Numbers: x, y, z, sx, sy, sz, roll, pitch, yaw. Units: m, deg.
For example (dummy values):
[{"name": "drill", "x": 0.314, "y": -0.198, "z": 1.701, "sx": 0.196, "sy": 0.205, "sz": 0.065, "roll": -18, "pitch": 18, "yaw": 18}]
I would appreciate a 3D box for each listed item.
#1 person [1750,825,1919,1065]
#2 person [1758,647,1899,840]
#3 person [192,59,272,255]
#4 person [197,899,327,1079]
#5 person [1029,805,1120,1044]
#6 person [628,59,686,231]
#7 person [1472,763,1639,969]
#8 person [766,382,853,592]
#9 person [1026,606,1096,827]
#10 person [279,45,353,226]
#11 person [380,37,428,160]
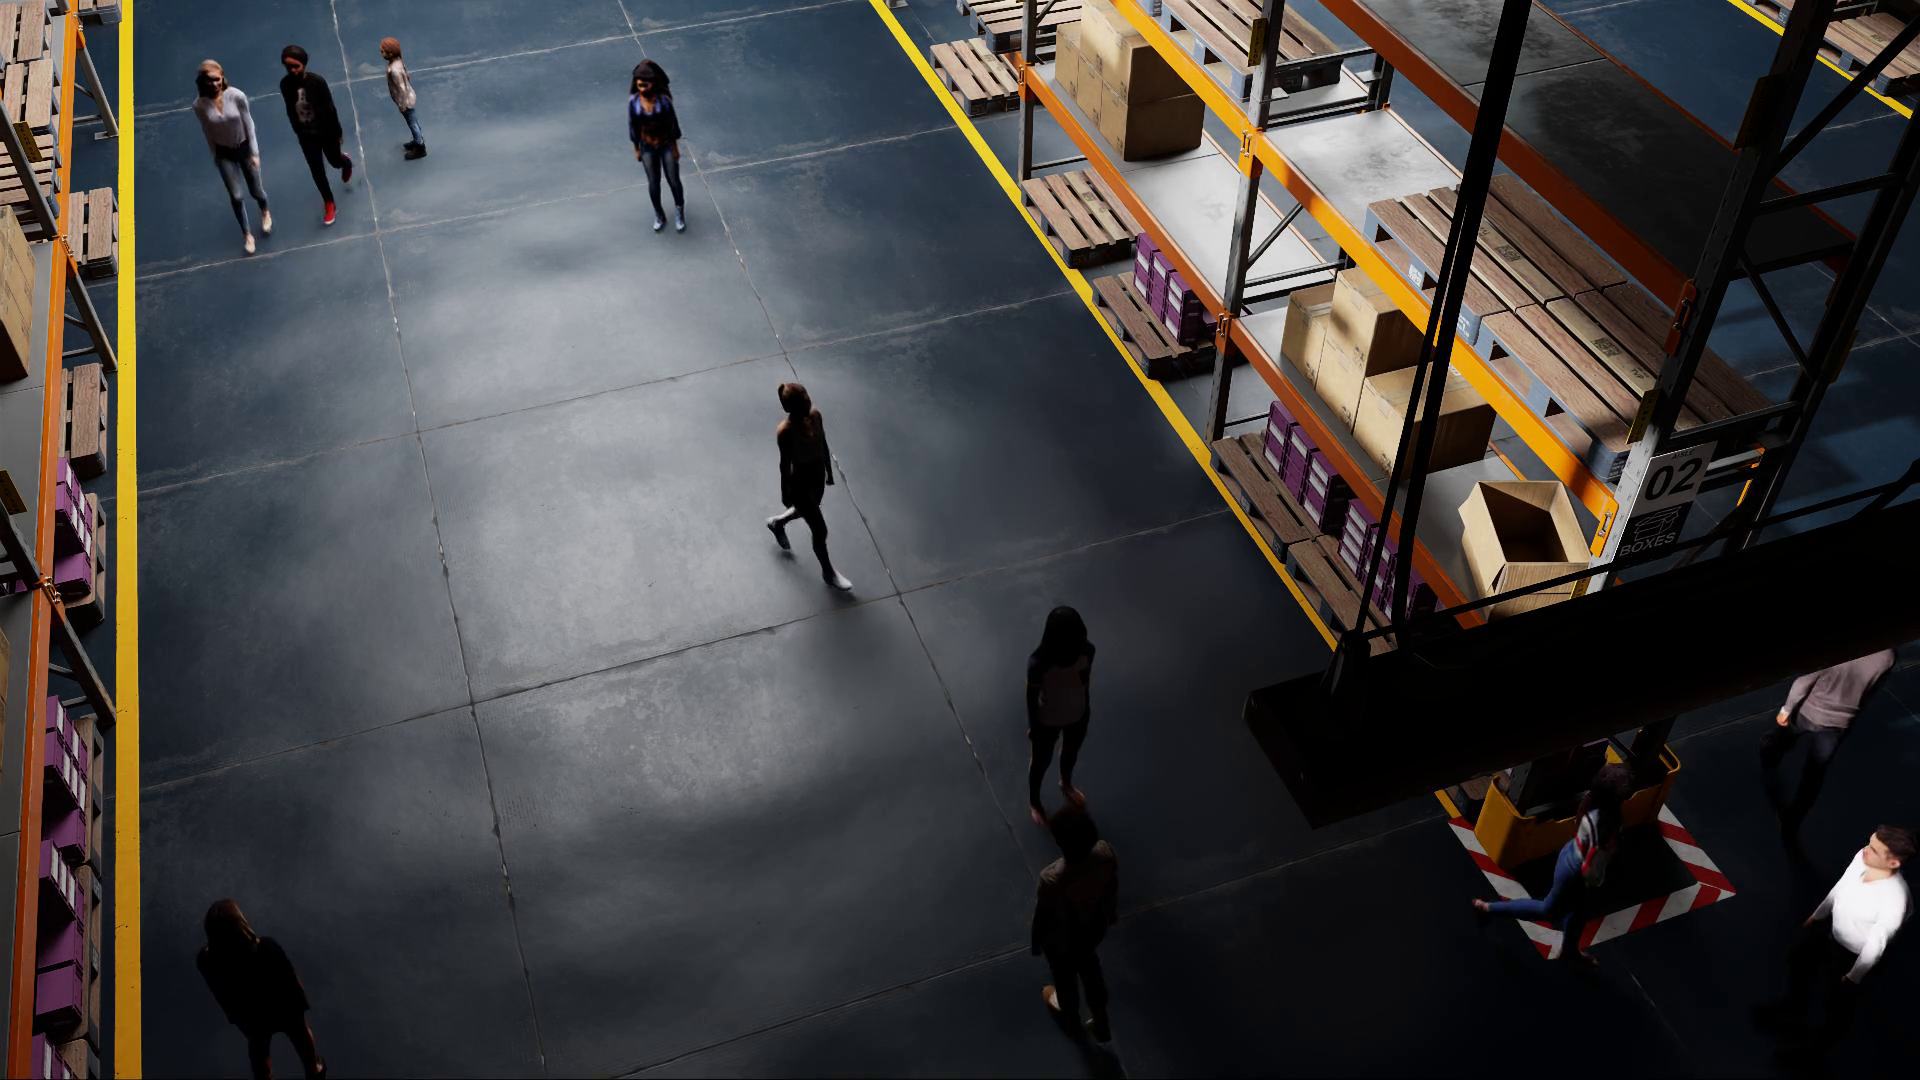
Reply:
[{"name": "person", "x": 4.669, "y": 2.105, "z": 8.671, "sx": 0.773, "sy": 1.849, "sz": 0.678, "roll": 1, "pitch": 44, "yaw": 1}, {"name": "person", "x": 5.113, "y": 1.088, "z": 9.823, "sx": 1.139, "sy": 1.735, "sz": 0.999, "roll": -11, "pitch": 45, "yaw": -11}, {"name": "person", "x": -6.280, "y": -3.382, "z": 14.485, "sx": 0.620, "sy": 1.776, "sz": 0.813, "roll": -7, "pitch": 44, "yaw": -8}, {"name": "person", "x": -3.534, "y": 2.443, "z": 8.452, "sx": 0.611, "sy": 1.662, "sz": 0.810, "roll": -9, "pitch": 44, "yaw": -9}, {"name": "person", "x": 0.655, "y": 2.076, "z": 8.679, "sx": 0.758, "sy": 1.882, "sz": 0.849, "roll": -22, "pitch": 48, "yaw": -22}, {"name": "person", "x": -2.669, "y": -3.471, "z": 14.690, "sx": 0.686, "sy": 1.621, "sz": 0.672, "roll": 1, "pitch": 44, "yaw": 1}, {"name": "person", "x": 3.335, "y": 1.799, "z": 9.183, "sx": 1.046, "sy": 1.587, "sz": 1.016, "roll": 16, "pitch": 46, "yaw": 16}, {"name": "person", "x": -1.113, "y": -0.428, "z": 11.457, "sx": 1.140, "sy": 1.675, "sz": 0.936, "roll": 29, "pitch": 51, "yaw": 27}, {"name": "person", "x": 0.592, "y": 1.017, "z": 9.917, "sx": 0.630, "sy": 1.706, "sz": 0.585, "roll": -22, "pitch": 48, "yaw": -22}, {"name": "person", "x": -5.748, "y": -3.705, "z": 14.914, "sx": 0.778, "sy": 1.650, "sz": 1.053, "roll": -2, "pitch": 44, "yaw": -2}, {"name": "person", "x": -5.269, "y": -4.202, "z": 15.768, "sx": 0.567, "sy": 1.194, "sz": 0.433, "roll": -9, "pitch": 44, "yaw": -9}]
